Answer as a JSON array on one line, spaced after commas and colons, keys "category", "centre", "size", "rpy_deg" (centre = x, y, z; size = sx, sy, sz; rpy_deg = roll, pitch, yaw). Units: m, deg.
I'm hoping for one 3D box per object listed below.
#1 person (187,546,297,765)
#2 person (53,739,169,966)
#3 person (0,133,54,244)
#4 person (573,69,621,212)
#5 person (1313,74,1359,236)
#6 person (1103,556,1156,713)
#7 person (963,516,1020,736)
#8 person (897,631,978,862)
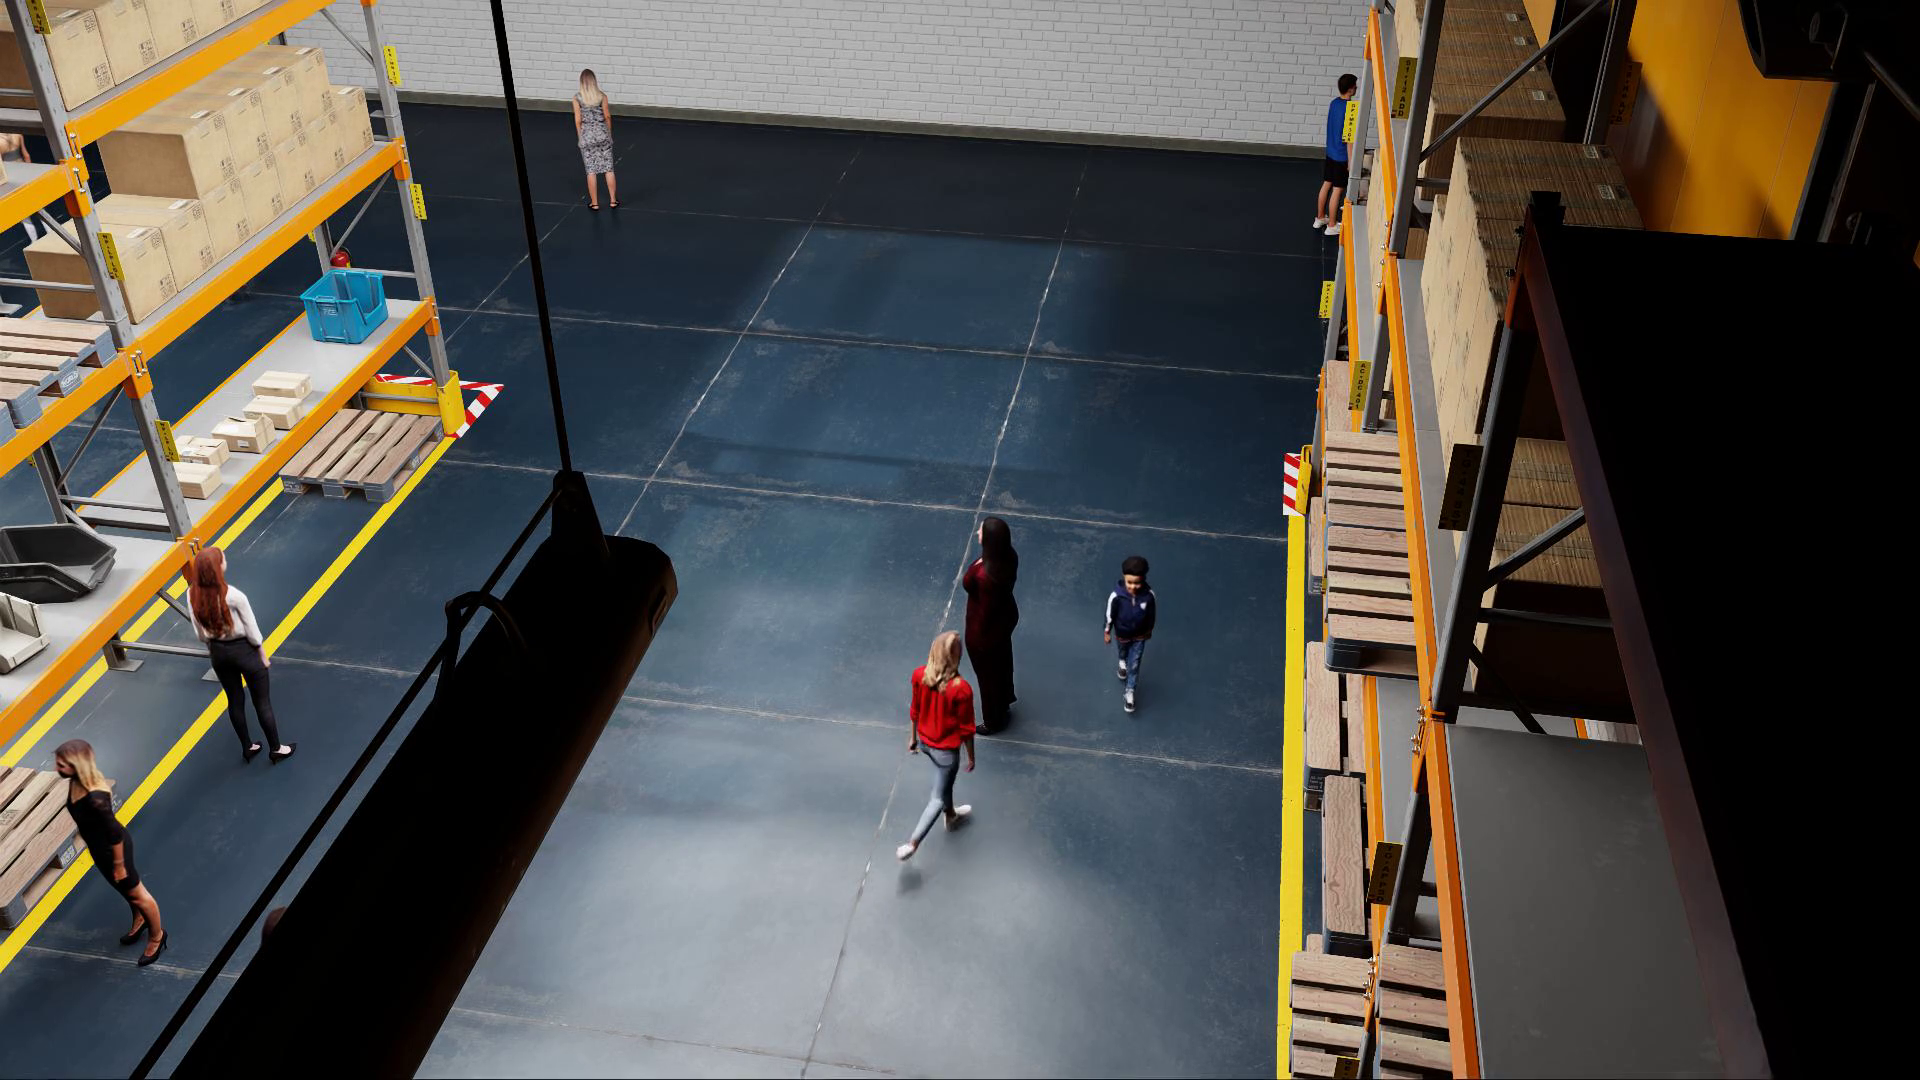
[{"category": "person", "centre": [-4.950, 0.803, 11.382], "size": [0.597, 1.759, 0.484], "rpy_deg": [5, 34, 7]}, {"category": "person", "centre": [-5.048, 1.840, 9.897], "size": [0.645, 1.676, 0.613], "rpy_deg": [-27, 42, -34]}, {"category": "person", "centre": [-10.564, -4.028, 18.698], "size": [0.686, 1.705, 0.565], "rpy_deg": [20, 38, 27]}, {"category": "person", "centre": [-4.341, -4.757, 19.796], "size": [0.632, 1.705, 0.624], "rpy_deg": [-8, 34, -12]}, {"category": "person", "centre": [4.375, -4.474, 19.224], "size": [0.801, 1.866, 0.694], "rpy_deg": [-12, 36, -18]}, {"category": "person", "centre": [1.251, 0.610, 12.170], "size": [0.568, 1.208, 0.838], "rpy_deg": [4, 34, 6]}, {"category": "person", "centre": [0.238, 0.587, 11.708], "size": [0.739, 1.758, 0.558], "rpy_deg": [9, 35, 13]}, {"category": "person", "centre": [-0.172, 1.363, 10.619], "size": [0.954, 1.672, 1.156], "rpy_deg": [20, 38, 27]}]
